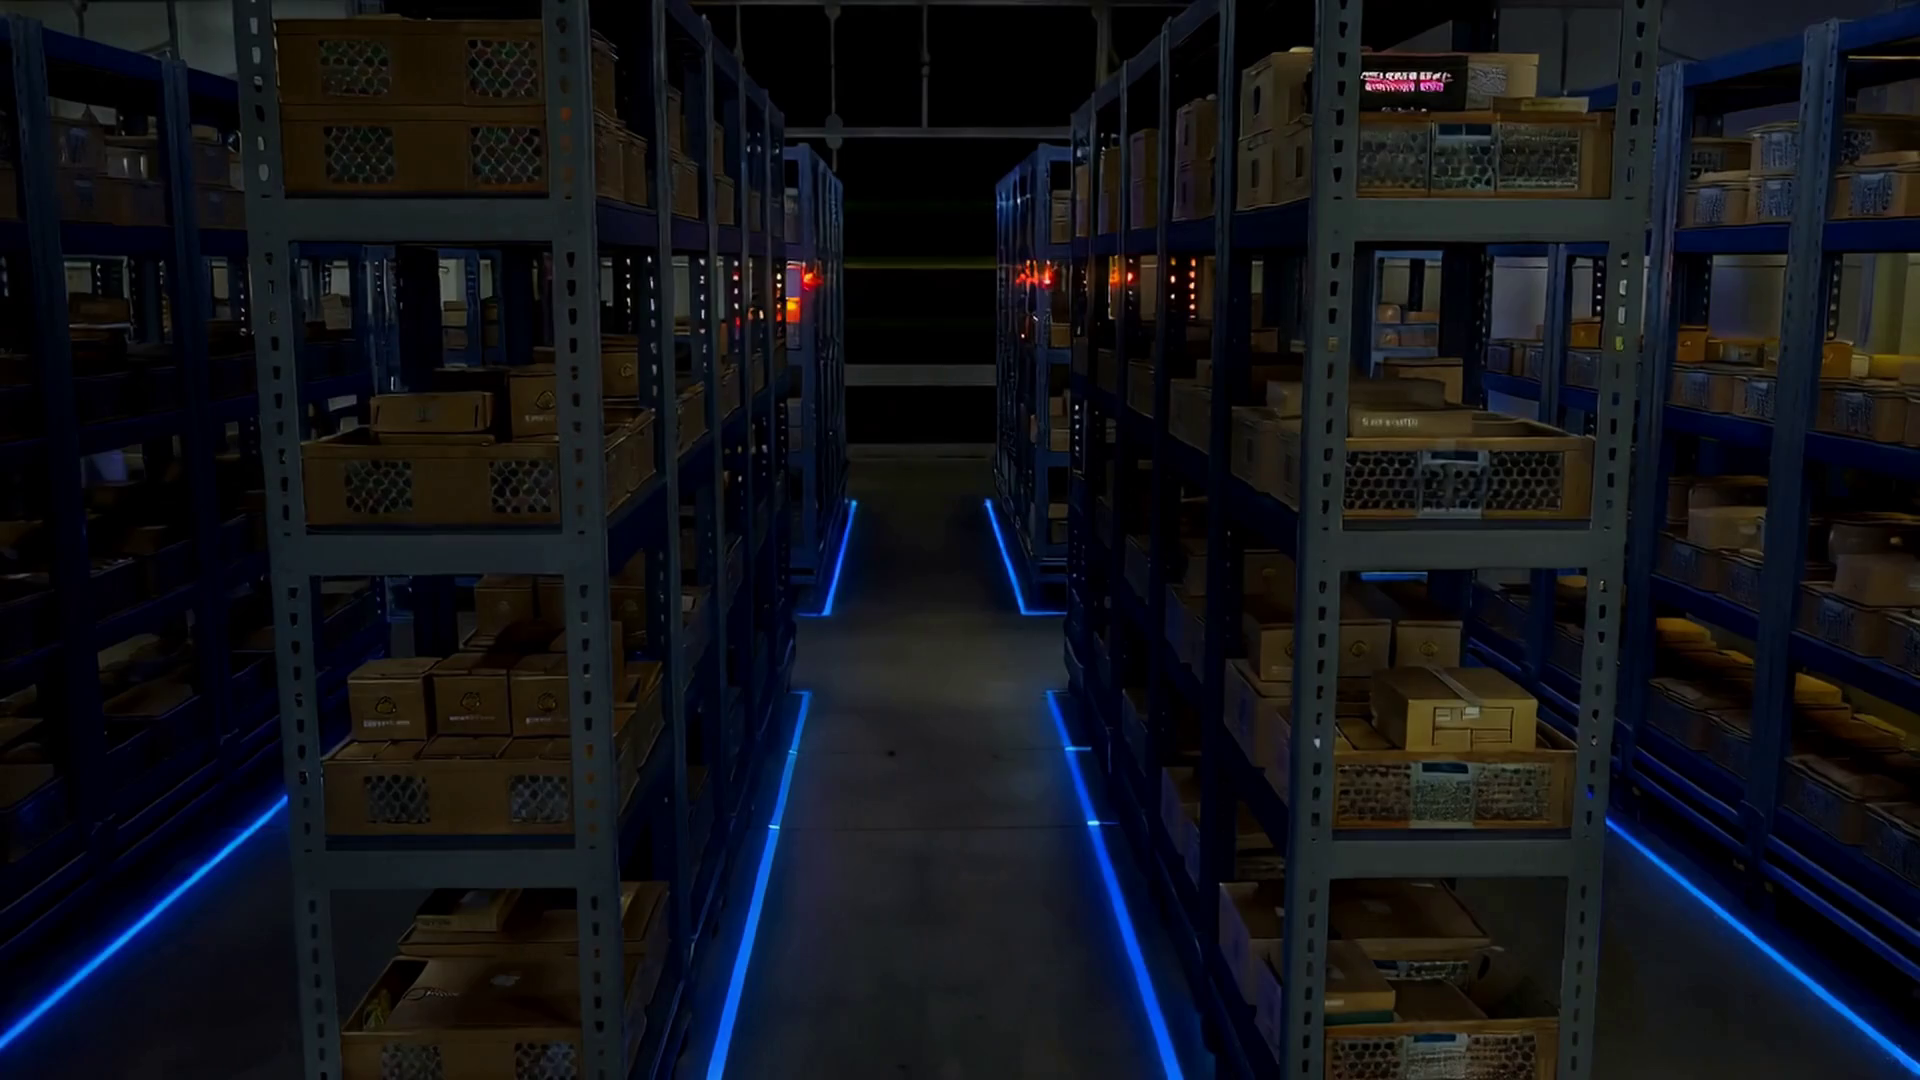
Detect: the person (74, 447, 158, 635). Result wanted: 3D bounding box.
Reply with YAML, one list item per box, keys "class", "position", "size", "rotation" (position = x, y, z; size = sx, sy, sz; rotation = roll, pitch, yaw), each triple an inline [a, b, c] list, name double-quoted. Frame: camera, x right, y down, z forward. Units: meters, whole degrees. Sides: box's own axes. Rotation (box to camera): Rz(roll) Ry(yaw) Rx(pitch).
- class: "person"
  position: [-6.292, -0.187, 12.072]
  size: [0.964, 1.790, 0.586]
  rotation: [0, 9, -1]
